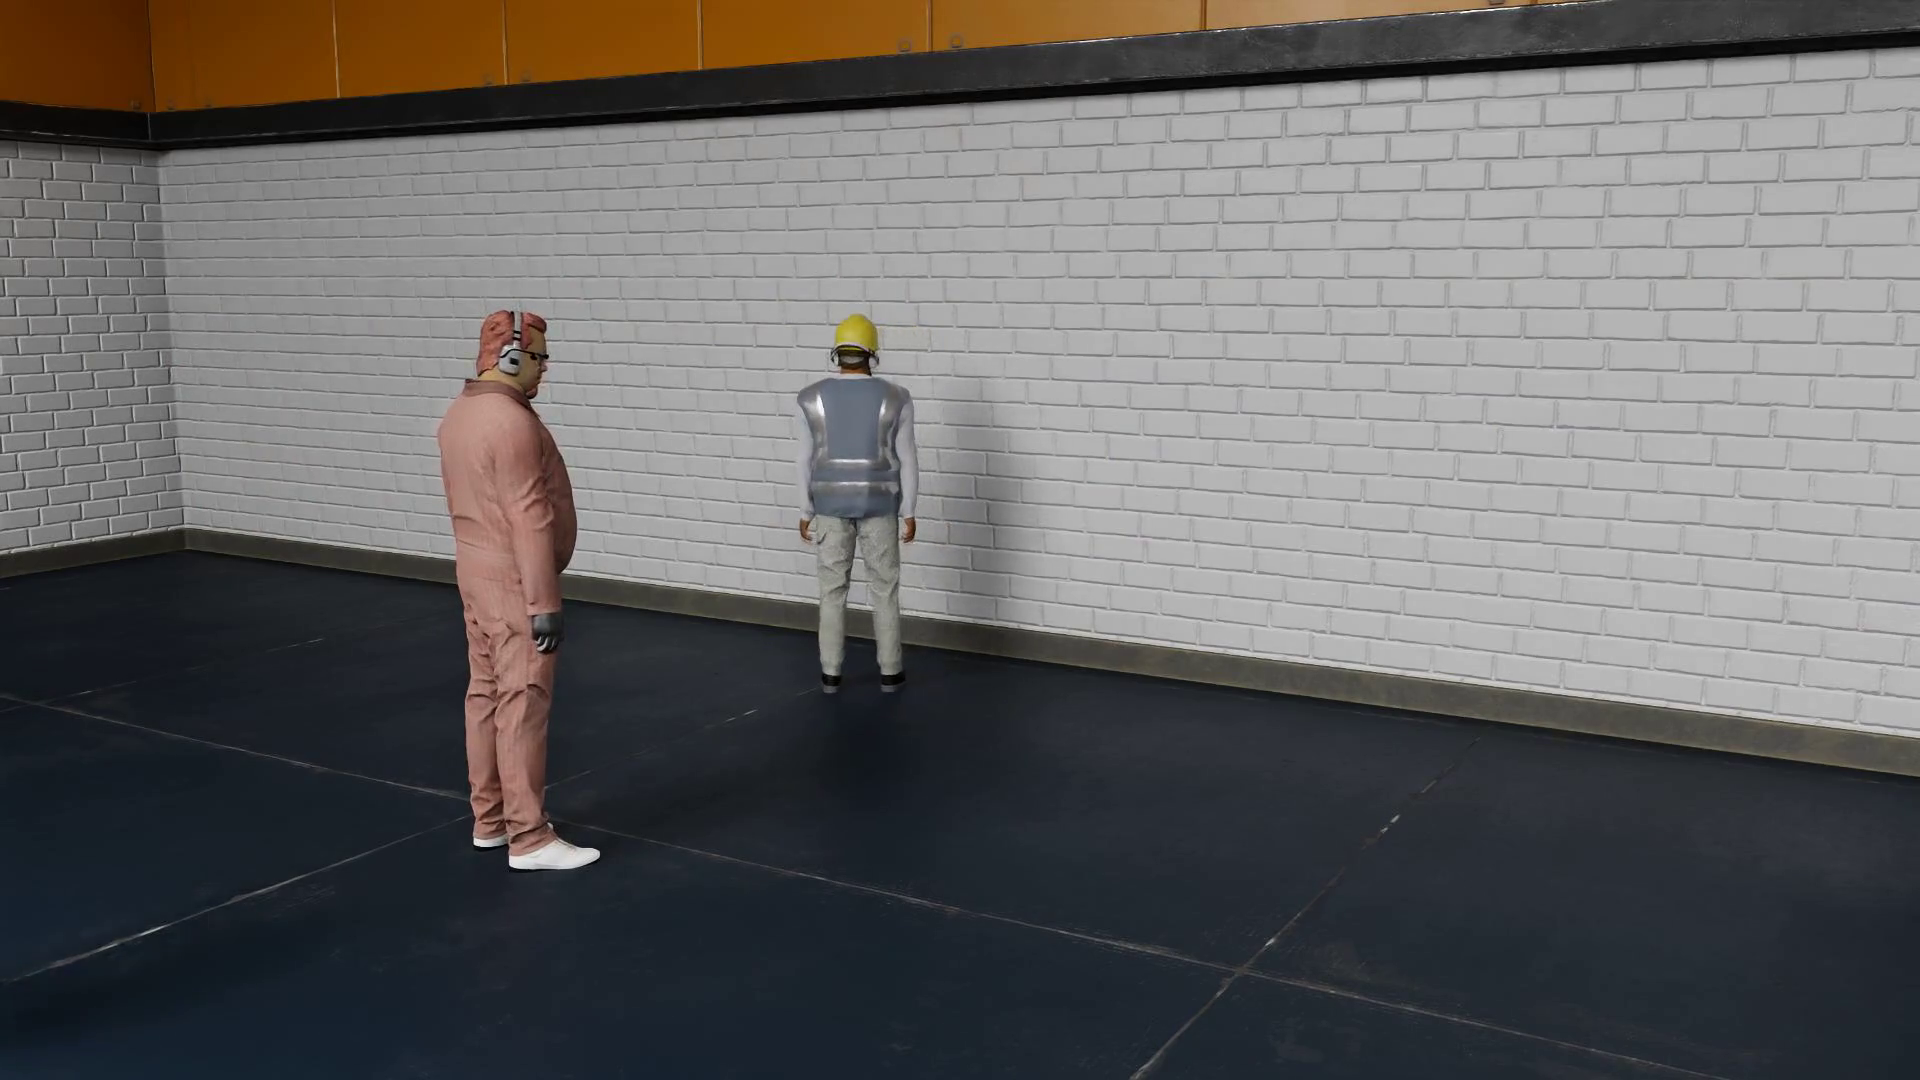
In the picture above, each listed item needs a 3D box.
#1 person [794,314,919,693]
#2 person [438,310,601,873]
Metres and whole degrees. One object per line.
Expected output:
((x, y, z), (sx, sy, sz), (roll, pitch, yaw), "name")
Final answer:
((-0.495, -0.170, 8.030), (0.599, 1.830, 0.403), (0, 9, 1), "person")
((-1.507, 0.173, 5.685), (0.407, 1.902, 0.639), (-7, 11, -36), "person")
